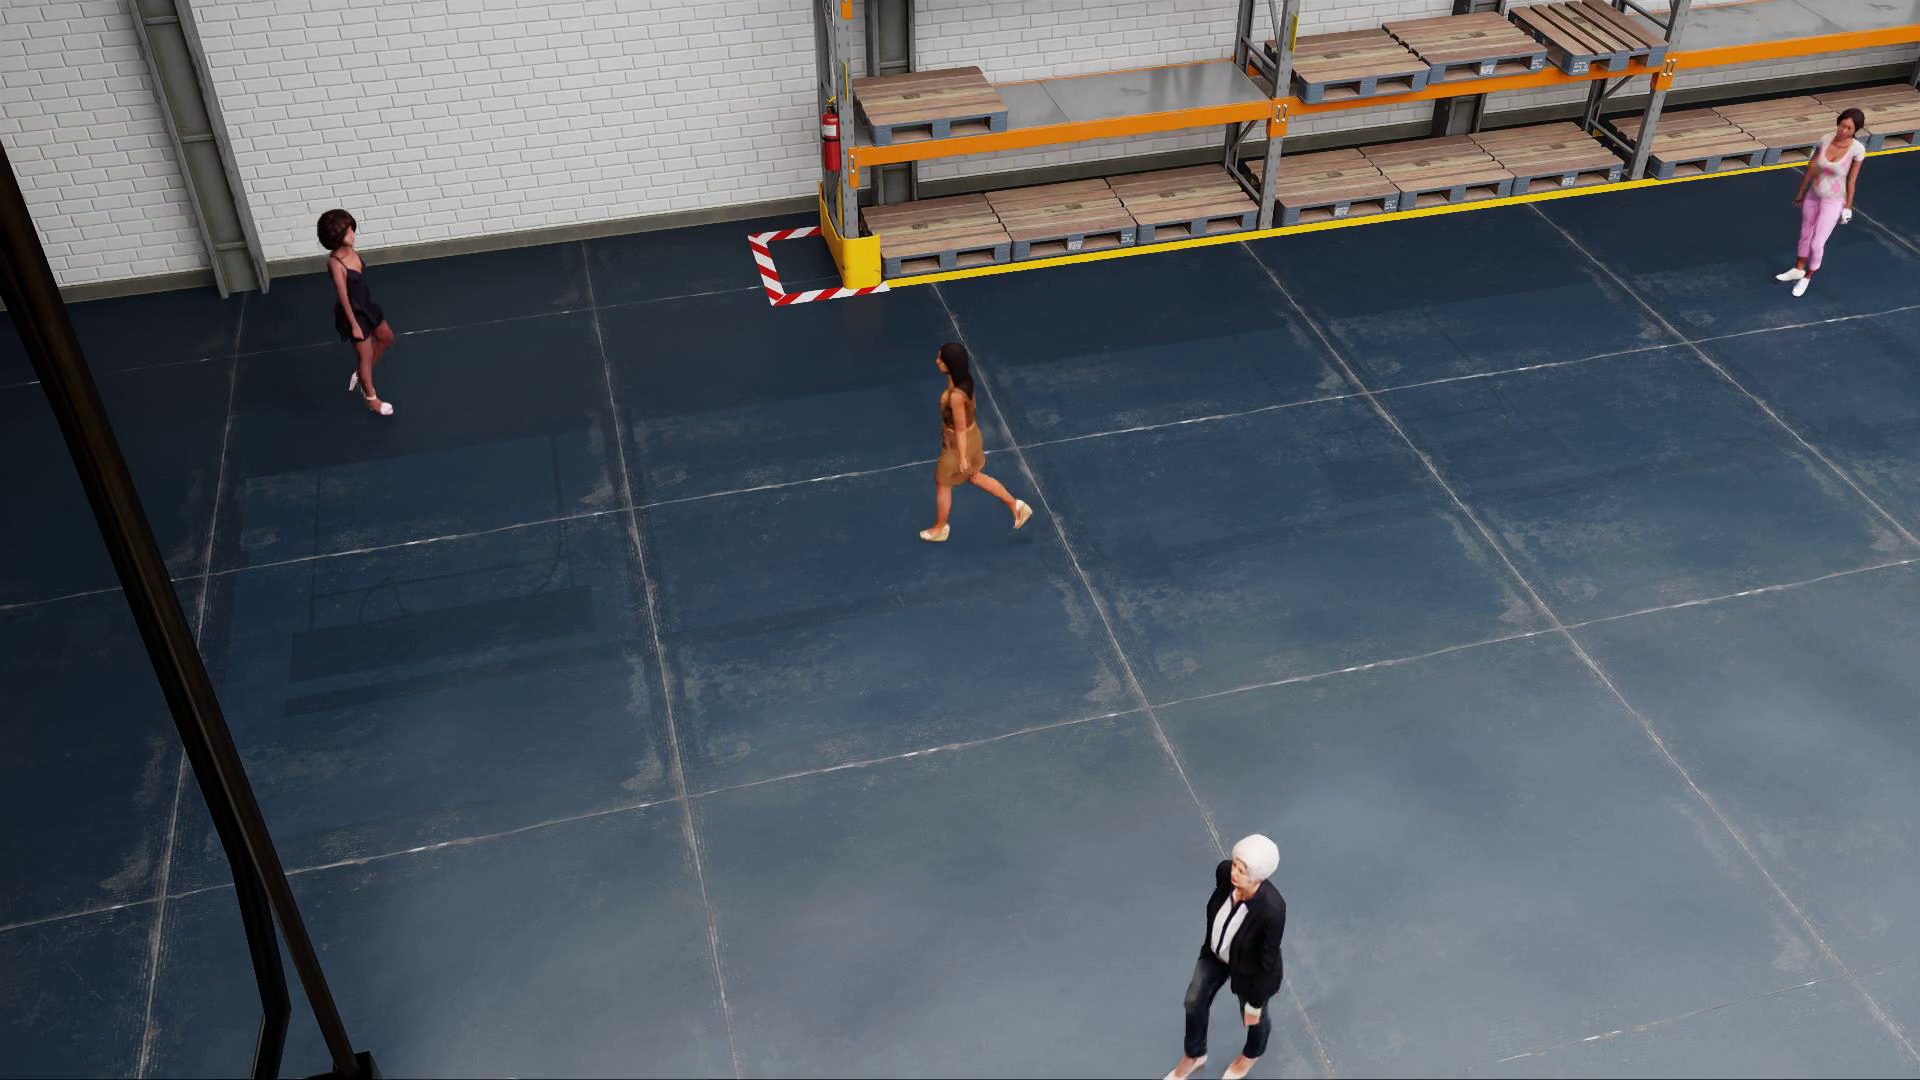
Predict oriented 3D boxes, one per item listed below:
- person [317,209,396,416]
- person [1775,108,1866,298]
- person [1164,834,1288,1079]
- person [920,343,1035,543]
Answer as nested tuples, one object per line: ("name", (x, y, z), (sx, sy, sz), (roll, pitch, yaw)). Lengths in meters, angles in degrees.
("person", (-4.746, -1.741, 12.868), (0.735, 1.779, 0.672), (1, 39, 1))
("person", (7.529, -2.939, 14.410), (0.794, 1.727, 0.771), (-16, 41, -19))
("person", (1.448, 2.073, 8.098), (0.861, 1.765, 0.876), (-21, 43, -24))
("person", (0.093, -0.635, 11.576), (1.110, 1.663, 0.788), (2, 39, 3))
